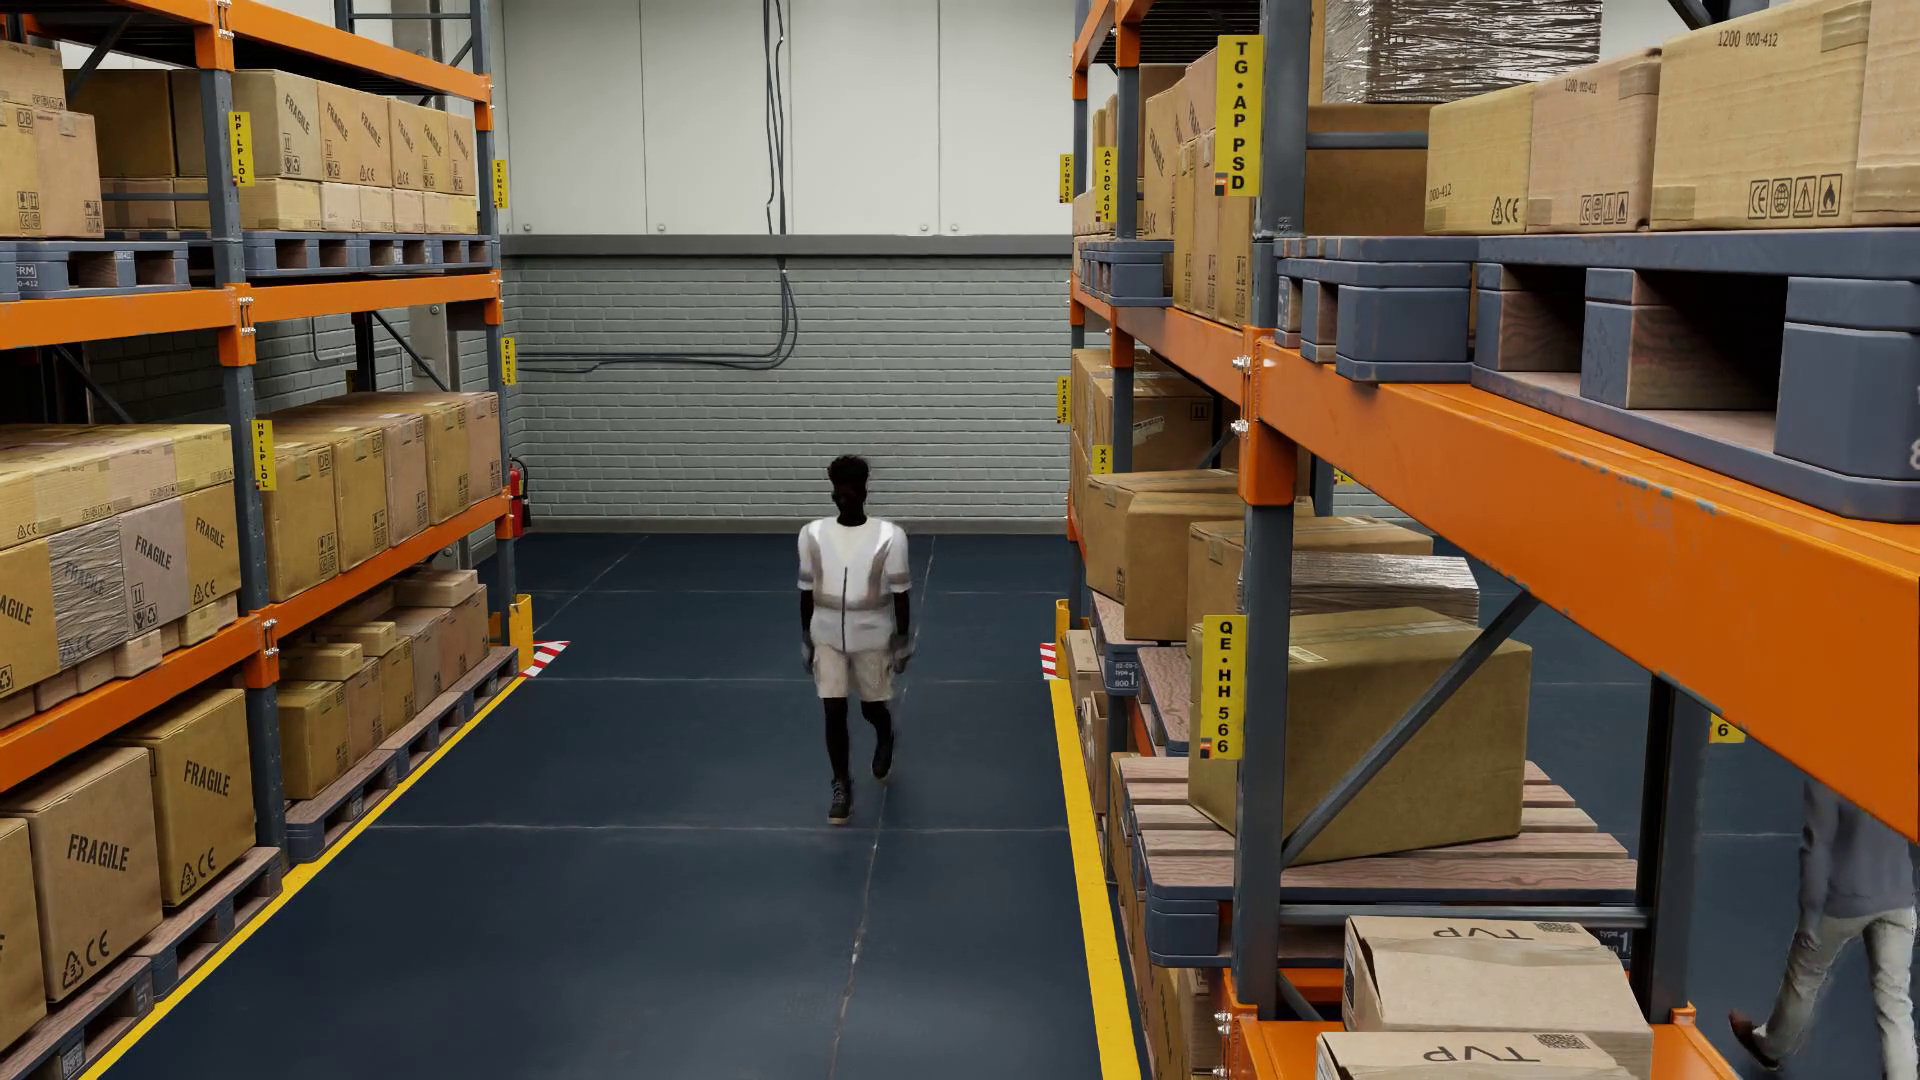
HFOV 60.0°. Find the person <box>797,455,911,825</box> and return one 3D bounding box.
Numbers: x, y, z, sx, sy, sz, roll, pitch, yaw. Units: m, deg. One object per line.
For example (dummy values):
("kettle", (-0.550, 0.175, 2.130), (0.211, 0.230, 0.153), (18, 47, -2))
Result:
("person", (-0.557, 0.493, 8.916), (0.611, 1.945, 0.725), (2, 10, 9))

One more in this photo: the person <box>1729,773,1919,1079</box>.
("person", (3.058, 1.228, 5.743), (0.524, 1.585, 0.859), (-1, 10, -6))
